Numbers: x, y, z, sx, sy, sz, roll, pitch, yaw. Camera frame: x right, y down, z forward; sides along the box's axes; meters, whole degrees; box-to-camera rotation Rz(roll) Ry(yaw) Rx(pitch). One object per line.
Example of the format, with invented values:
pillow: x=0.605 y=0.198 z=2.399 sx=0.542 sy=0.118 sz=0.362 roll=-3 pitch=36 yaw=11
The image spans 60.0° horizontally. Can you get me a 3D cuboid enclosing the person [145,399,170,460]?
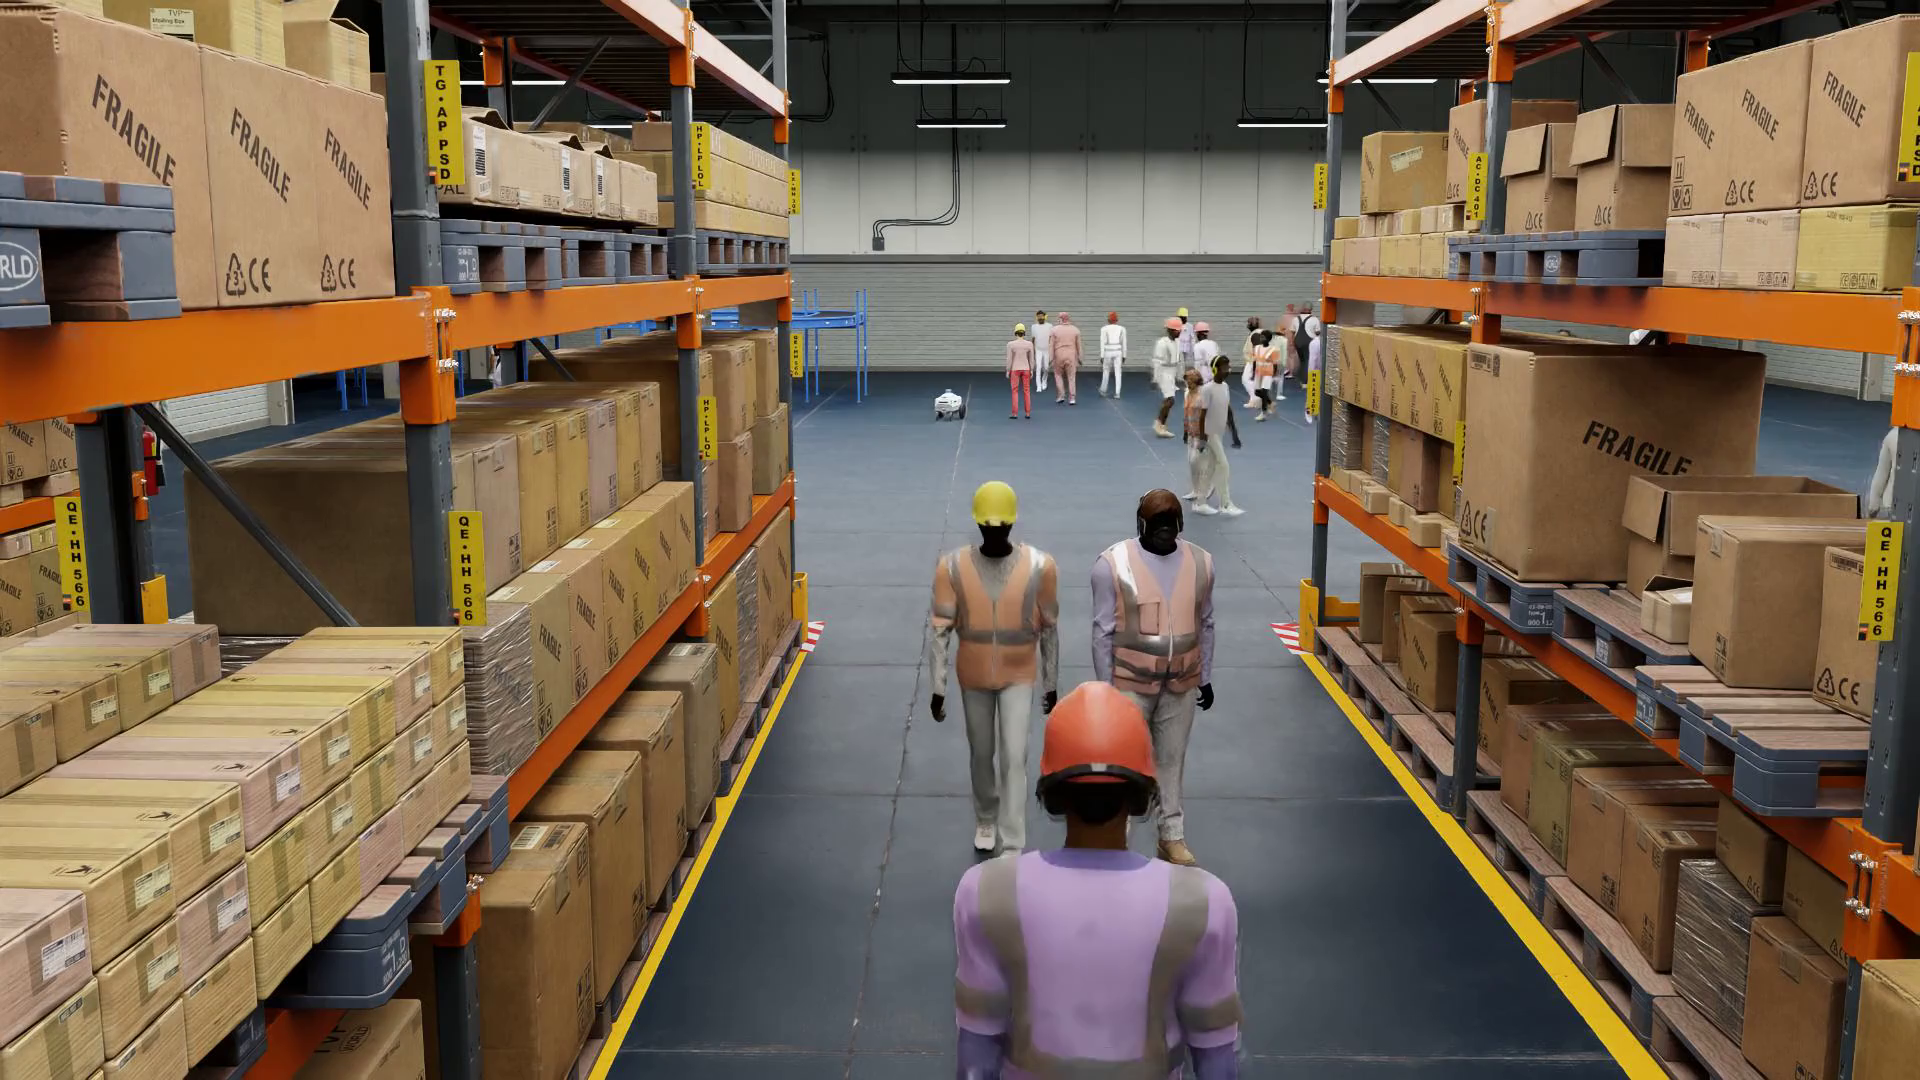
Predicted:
person: x=-10.338 y=-1.426 z=21.192 sx=0.514 sy=1.603 sz=0.808 roll=-2 pitch=10 yaw=-13

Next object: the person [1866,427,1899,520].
person: x=7.568 y=-0.215 z=13.103 sx=0.899 sy=1.882 sz=0.685 roll=-4 pitch=10 yaw=-22

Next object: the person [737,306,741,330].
person: x=-5.104 y=-4.671 z=39.625 sx=0.560 sy=1.934 sz=0.629 roll=2 pitch=10 yaw=11

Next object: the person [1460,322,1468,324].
person: x=9.677 y=-3.332 z=32.137 sx=0.329 sy=1.763 sz=0.523 roll=-9 pitch=13 yaw=-42

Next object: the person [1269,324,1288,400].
person: x=6.681 y=-3.782 z=35.282 sx=0.547 sy=1.613 sz=0.524 roll=-8 pitch=13 yaw=-41

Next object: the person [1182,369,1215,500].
person: x=2.876 y=-1.267 z=20.196 sx=0.440 sy=1.615 sz=0.591 roll=-4 pitch=10 yaw=-24

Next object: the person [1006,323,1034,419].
person: x=1.113 y=-3.150 z=31.041 sx=0.533 sy=1.766 sz=0.318 roll=-3 pitch=10 yaw=-15

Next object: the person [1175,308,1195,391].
person: x=5.018 y=-4.290 z=37.537 sx=0.607 sy=1.878 sz=0.986 roll=-6 pitch=11 yaw=-31

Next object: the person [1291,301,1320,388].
person: x=8.134 y=-4.545 z=38.697 sx=0.688 sy=2.000 sz=0.866 roll=9 pitch=13 yaw=42

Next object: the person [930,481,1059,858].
person: x=0.156 y=0.660 z=7.898 sx=0.602 sy=1.870 sz=0.992 roll=2 pitch=10 yaw=9

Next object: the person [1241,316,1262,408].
person: x=5.828 y=-3.533 z=33.131 sx=0.462 sy=1.831 sz=0.652 roll=2 pitch=10 yaw=9

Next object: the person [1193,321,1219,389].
person: x=4.208 y=-2.755 z=28.250 sx=0.573 sy=1.907 sz=0.662 roll=-7 pitch=11 yaw=-34

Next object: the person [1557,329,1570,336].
person: x=11.065 y=-3.030 z=30.557 sx=0.488 sy=1.677 sz=0.551 roll=9 pitch=13 yaw=44

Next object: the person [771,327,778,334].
person: x=-3.530 y=-3.370 z=31.857 sx=0.374 sy=1.933 sz=0.627 roll=-1 pitch=10 yaw=-7

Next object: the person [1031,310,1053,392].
person: x=1.865 y=-4.284 z=37.588 sx=0.519 sy=1.855 sz=0.672 roll=0 pitch=9 yaw=1

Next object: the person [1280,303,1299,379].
person: x=8.243 y=-5.007 z=41.780 sx=0.660 sy=1.886 sz=0.507 roll=-4 pitch=10 yaw=-20

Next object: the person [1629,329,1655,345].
person: x=13.920 y=-3.687 z=34.048 sx=0.587 sy=1.835 sz=0.404 roll=-2 pitch=10 yaw=-12

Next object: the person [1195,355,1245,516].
person: x=3.052 y=-1.190 z=19.097 sx=0.828 sy=1.841 sz=0.515 roll=6 pitch=11 yaw=33

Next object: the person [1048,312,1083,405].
person: x=2.158 y=-3.729 z=34.142 sx=0.732 sy=1.879 sz=0.700 roll=-1 pitch=10 yaw=-7

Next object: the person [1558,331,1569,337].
person: x=9.665 y=-2.446 z=26.676 sx=0.511 sy=1.824 sz=0.772 roll=7 pitch=12 yaw=34

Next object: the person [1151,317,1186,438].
person: x=3.468 y=-2.683 z=27.529 sx=0.525 sy=2.010 sz=0.612 roll=6 pitch=11 yaw=34

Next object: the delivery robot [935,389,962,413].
delivery robot: x=-0.215 y=-2.560 z=30.954 sx=0.477 sy=0.478 sz=0.707 roll=3 pitch=9 yaw=16

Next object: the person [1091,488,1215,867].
person: x=0.933 y=0.668 z=7.942 sx=0.624 sy=1.845 sz=0.430 roll=-2 pitch=10 yaw=-13

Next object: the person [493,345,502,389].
person: x=-6.326 y=-1.927 z=23.252 sx=0.394 sy=1.920 sz=0.587 roll=-5 pitch=11 yaw=-26

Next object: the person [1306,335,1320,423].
person: x=6.444 y=-2.945 z=29.482 sx=0.656 sy=1.883 sz=0.781 roll=-2 pitch=10 yaw=-14

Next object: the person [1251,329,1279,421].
person: x=5.673 y=-3.056 z=30.704 sx=0.596 sy=1.681 sz=0.546 roll=-8 pitch=12 yaw=-38

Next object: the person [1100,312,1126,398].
person: x=3.288 y=-3.994 z=35.898 sx=0.611 sy=1.825 sz=1.008 roll=-2 pitch=10 yaw=-10

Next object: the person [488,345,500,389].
person: x=-8.321 y=-3.010 z=29.943 sx=0.328 sy=1.860 sz=0.516 roll=3 pitch=10 yaw=16

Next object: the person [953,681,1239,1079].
person: x=0.283 y=1.314 z=3.561 sx=0.615 sy=2.020 sz=0.879 roll=1 pitch=10 yaw=8
